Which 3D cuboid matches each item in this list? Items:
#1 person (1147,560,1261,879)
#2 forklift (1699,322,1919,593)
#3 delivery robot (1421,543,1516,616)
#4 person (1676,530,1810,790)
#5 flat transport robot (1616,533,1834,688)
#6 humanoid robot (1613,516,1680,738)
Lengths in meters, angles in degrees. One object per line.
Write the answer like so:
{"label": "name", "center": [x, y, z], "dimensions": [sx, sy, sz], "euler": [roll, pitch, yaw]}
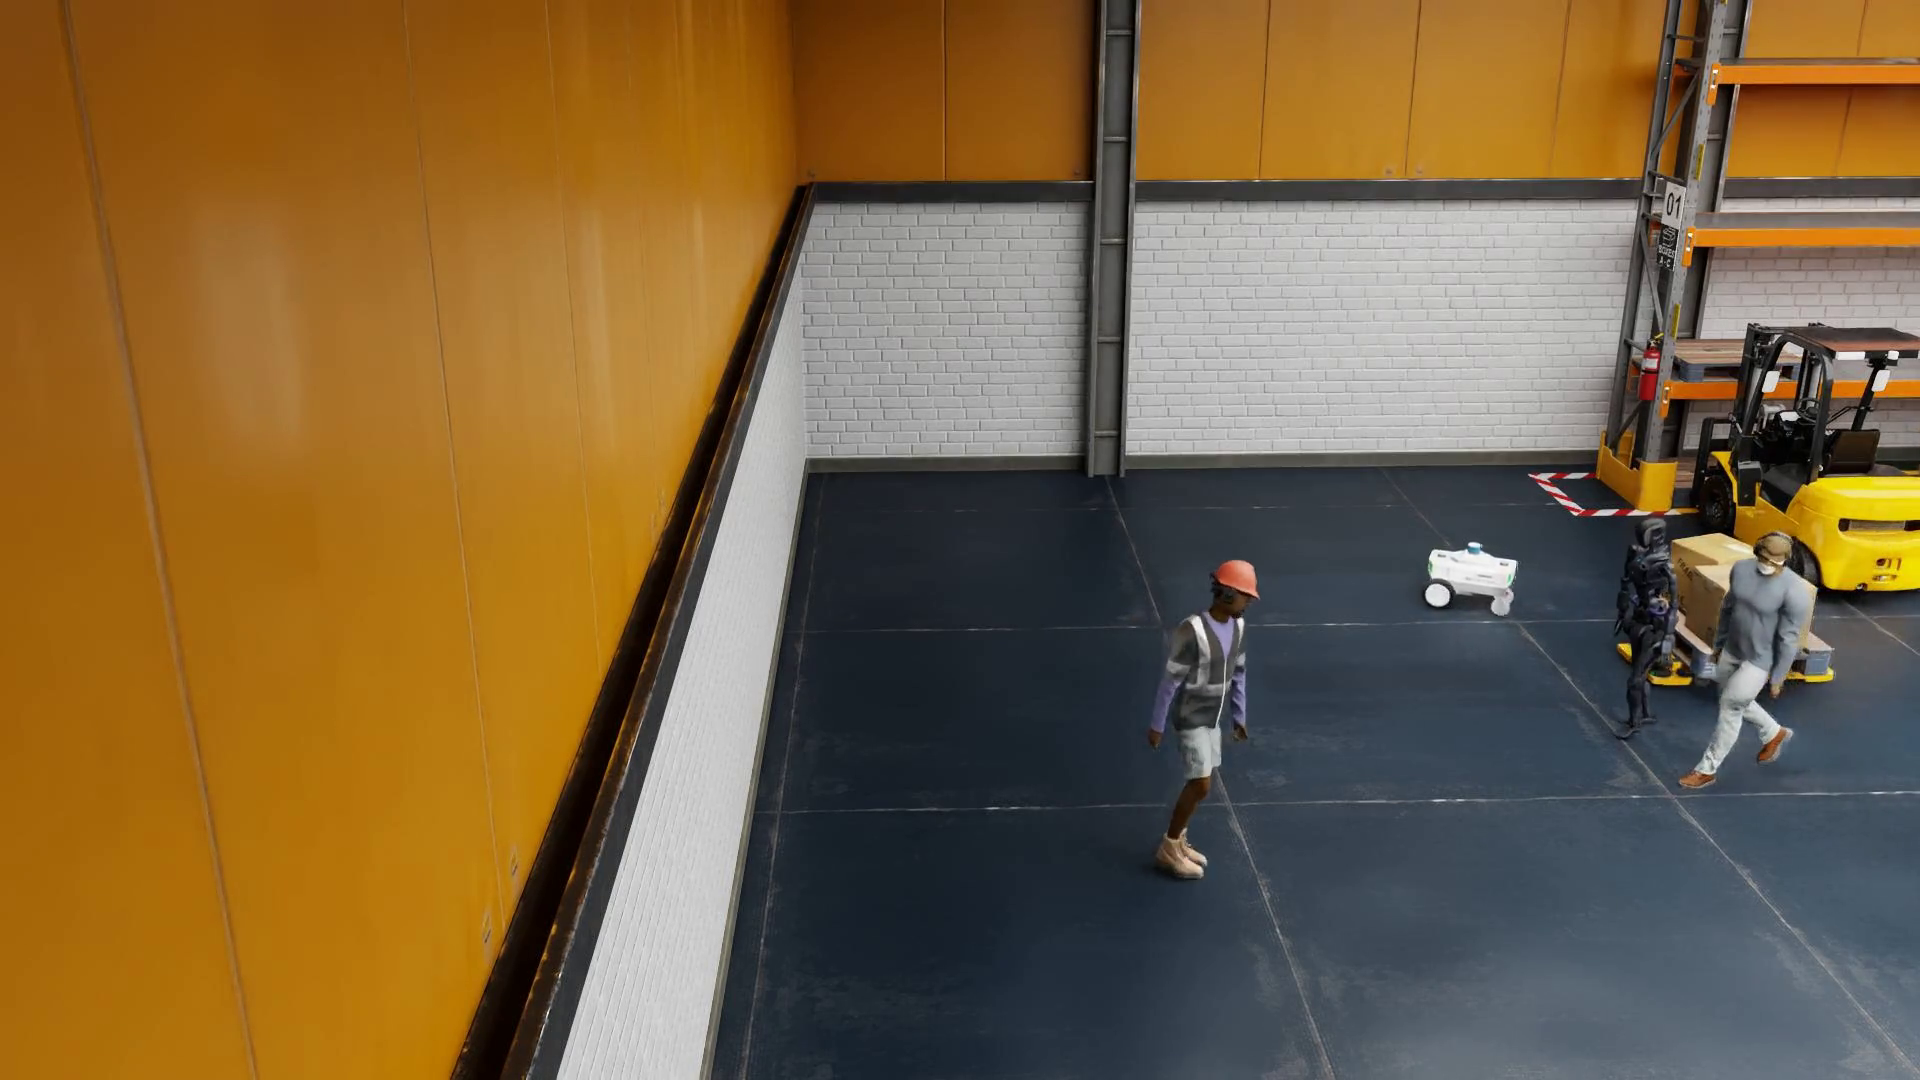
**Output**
{"label": "person", "center": [1.488, 1.091, 10.133], "dimensions": [0.481, 1.978, 0.706], "euler": [17, 26, 39]}
{"label": "forklift", "center": [7.809, -0.792, 14.926], "dimensions": [1.214, 2.155, 2.313], "euler": [-1, 20, -2]}
{"label": "delivery robot", "center": [4.362, 0.323, 14.290], "dimensions": [0.808, 0.614, 0.499], "euler": [8, 22, 22]}
{"label": "person", "center": [5.330, 0.791, 11.079], "dimensions": [0.826, 1.891, 0.651], "euler": [-5, 21, -13]}
{"label": "flat transport robot", "center": [6.003, 0.917, 13.065], "dimensions": [1.431, 0.231, 0.659], "euler": [-1, 20, -3]}
{"label": "humanoid robot", "center": [4.912, 0.605, 11.888], "dimensions": [0.467, 1.638, 0.610], "euler": [-6, 21, -17]}
